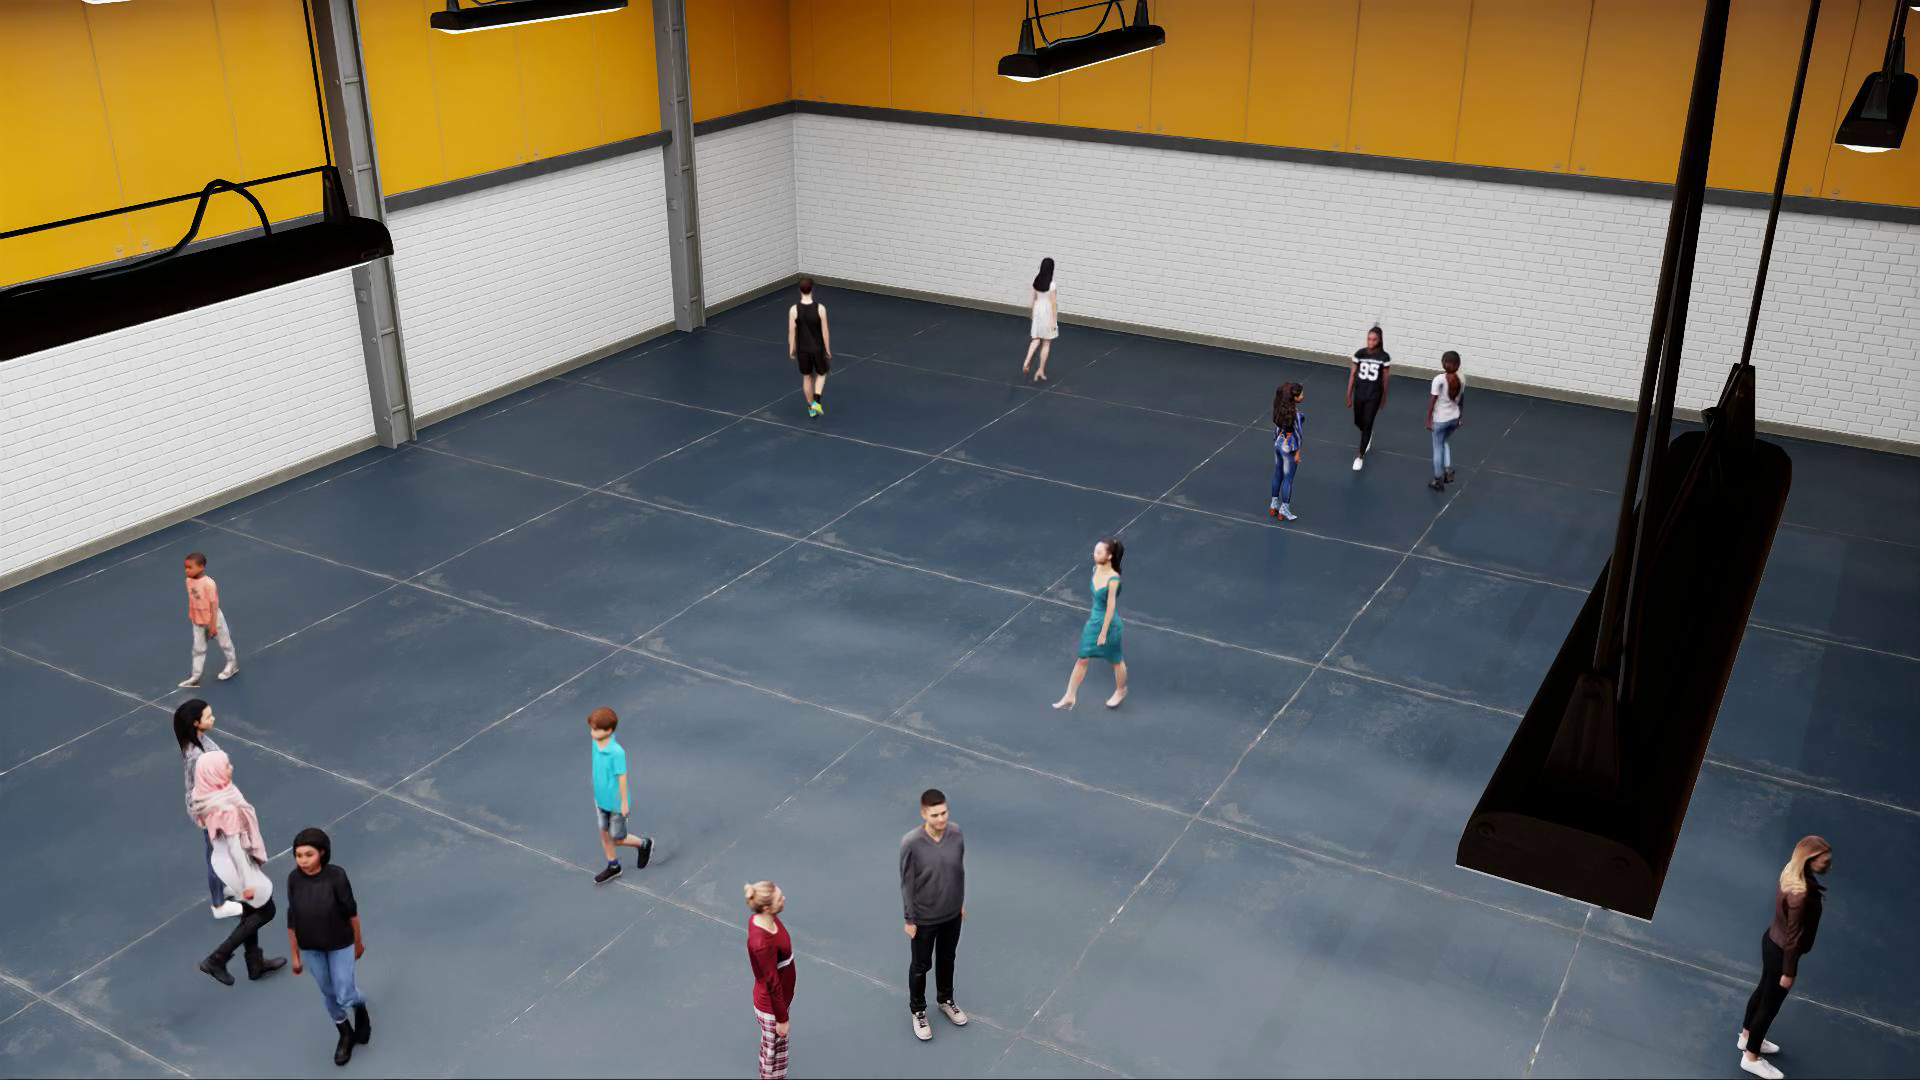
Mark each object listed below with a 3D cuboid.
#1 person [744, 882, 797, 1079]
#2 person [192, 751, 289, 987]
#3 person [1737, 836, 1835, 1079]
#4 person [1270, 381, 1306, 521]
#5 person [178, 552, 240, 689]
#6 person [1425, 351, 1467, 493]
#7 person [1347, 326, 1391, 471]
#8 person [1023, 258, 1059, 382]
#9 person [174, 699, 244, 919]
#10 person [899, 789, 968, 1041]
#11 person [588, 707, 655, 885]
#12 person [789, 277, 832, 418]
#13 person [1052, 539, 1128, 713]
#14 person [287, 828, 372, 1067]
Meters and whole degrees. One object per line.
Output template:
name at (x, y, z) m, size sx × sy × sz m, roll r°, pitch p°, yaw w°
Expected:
person at (-1.132, 2.765, 10.048) m, size 0.736 × 1.688 × 0.648 m, roll -4°, pitch 24°, yaw -8°
person at (-4.922, 2.244, 11.111) m, size 0.891 × 1.791 × 0.779 m, roll -19°, pitch 30°, yaw -37°
person at (5.167, 2.584, 10.446) m, size 0.685 × 1.702 × 0.475 m, roll 9°, pitch 25°, yaw 20°
person at (3.702, -1.018, 18.792) m, size 0.740 × 1.617 × 0.693 m, roll -8°, pitch 25°, yaw -18°
person at (-6.854, 0.702, 15.275) m, size 0.601 × 1.283 × 0.885 m, roll 9°, pitch 25°, yaw 19°
person at (5.730, -1.368, 19.467) m, size 0.734 × 1.718 × 0.800 m, roll -8°, pitch 25°, yaw -18°
person at (5.015, -1.767, 20.397) m, size 0.658 × 1.703 × 1.110 m, roll 11°, pitch 26°, yaw 24°
person at (1.117, -3.041, 23.240) m, size 0.737 × 1.762 × 0.903 m, roll 20°, pitch 31°, yaw 38°
person at (-5.409, 1.912, 11.946) m, size 0.720 × 1.732 × 0.703 m, roll -11°, pitch 26°, yaw -24°
person at (-0.166, 2.396, 10.801) m, size 0.645 × 1.761 × 0.760 m, roll -13°, pitch 27°, yaw -28°
person at (-2.541, 1.882, 12.382) m, size 0.611 × 1.437 × 0.759 m, roll 20°, pitch 30°, yaw 38°
person at (-1.962, -2.495, 21.836) m, size 0.893 × 1.885 × 0.950 m, roll 0°, pitch 24°, yaw 0°
person at (1.349, 0.766, 14.666) m, size 1.057 × 1.653 × 0.897 m, roll -12°, pitch 26°, yaw -25°
person at (-3.994, 2.535, 10.573) m, size 0.716 × 1.689 × 0.779 m, roll -1°, pitch 24°, yaw -3°
